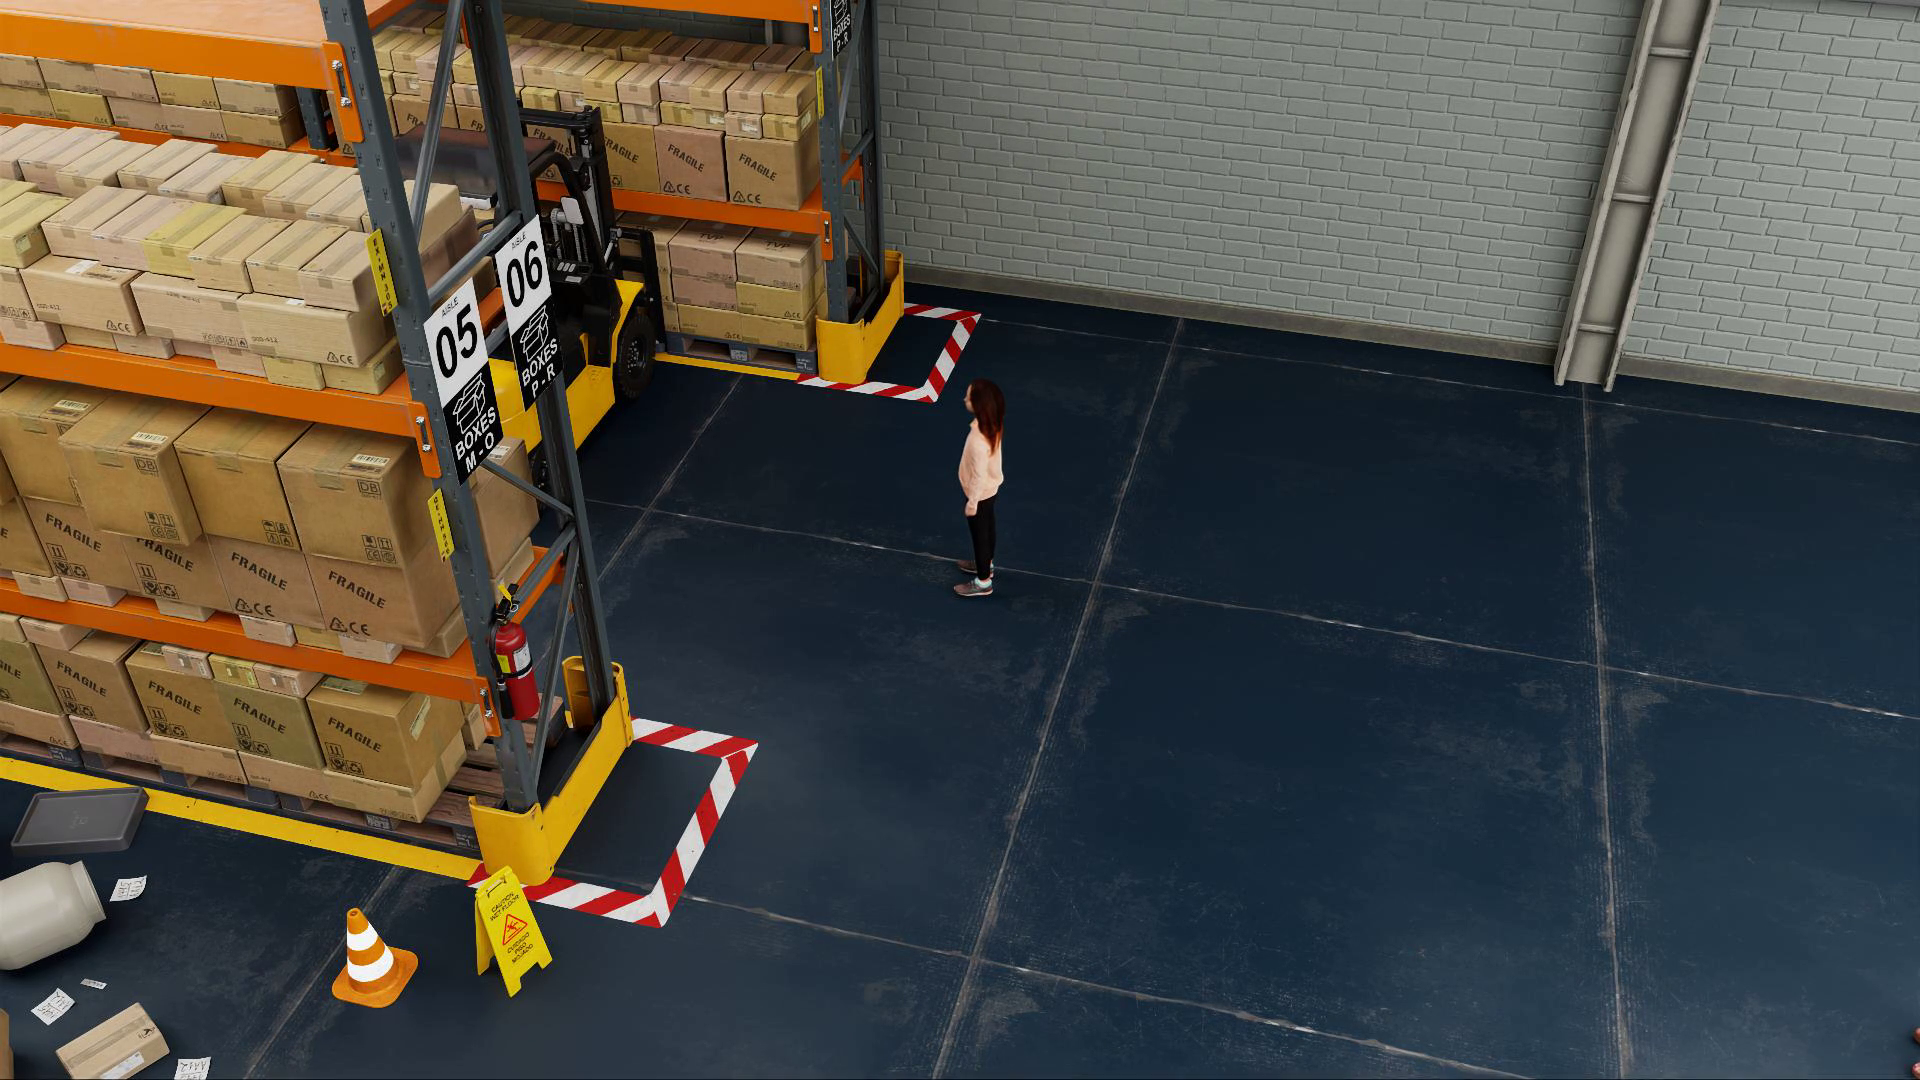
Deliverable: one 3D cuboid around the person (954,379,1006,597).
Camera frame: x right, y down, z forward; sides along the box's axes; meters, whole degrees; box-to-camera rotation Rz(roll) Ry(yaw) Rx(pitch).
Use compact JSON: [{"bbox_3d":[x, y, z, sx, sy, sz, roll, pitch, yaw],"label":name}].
[{"bbox_3d":[0.121,-0.319,9.877,0.543,1.484,0.586,5,38,6],"label":"person"}]
